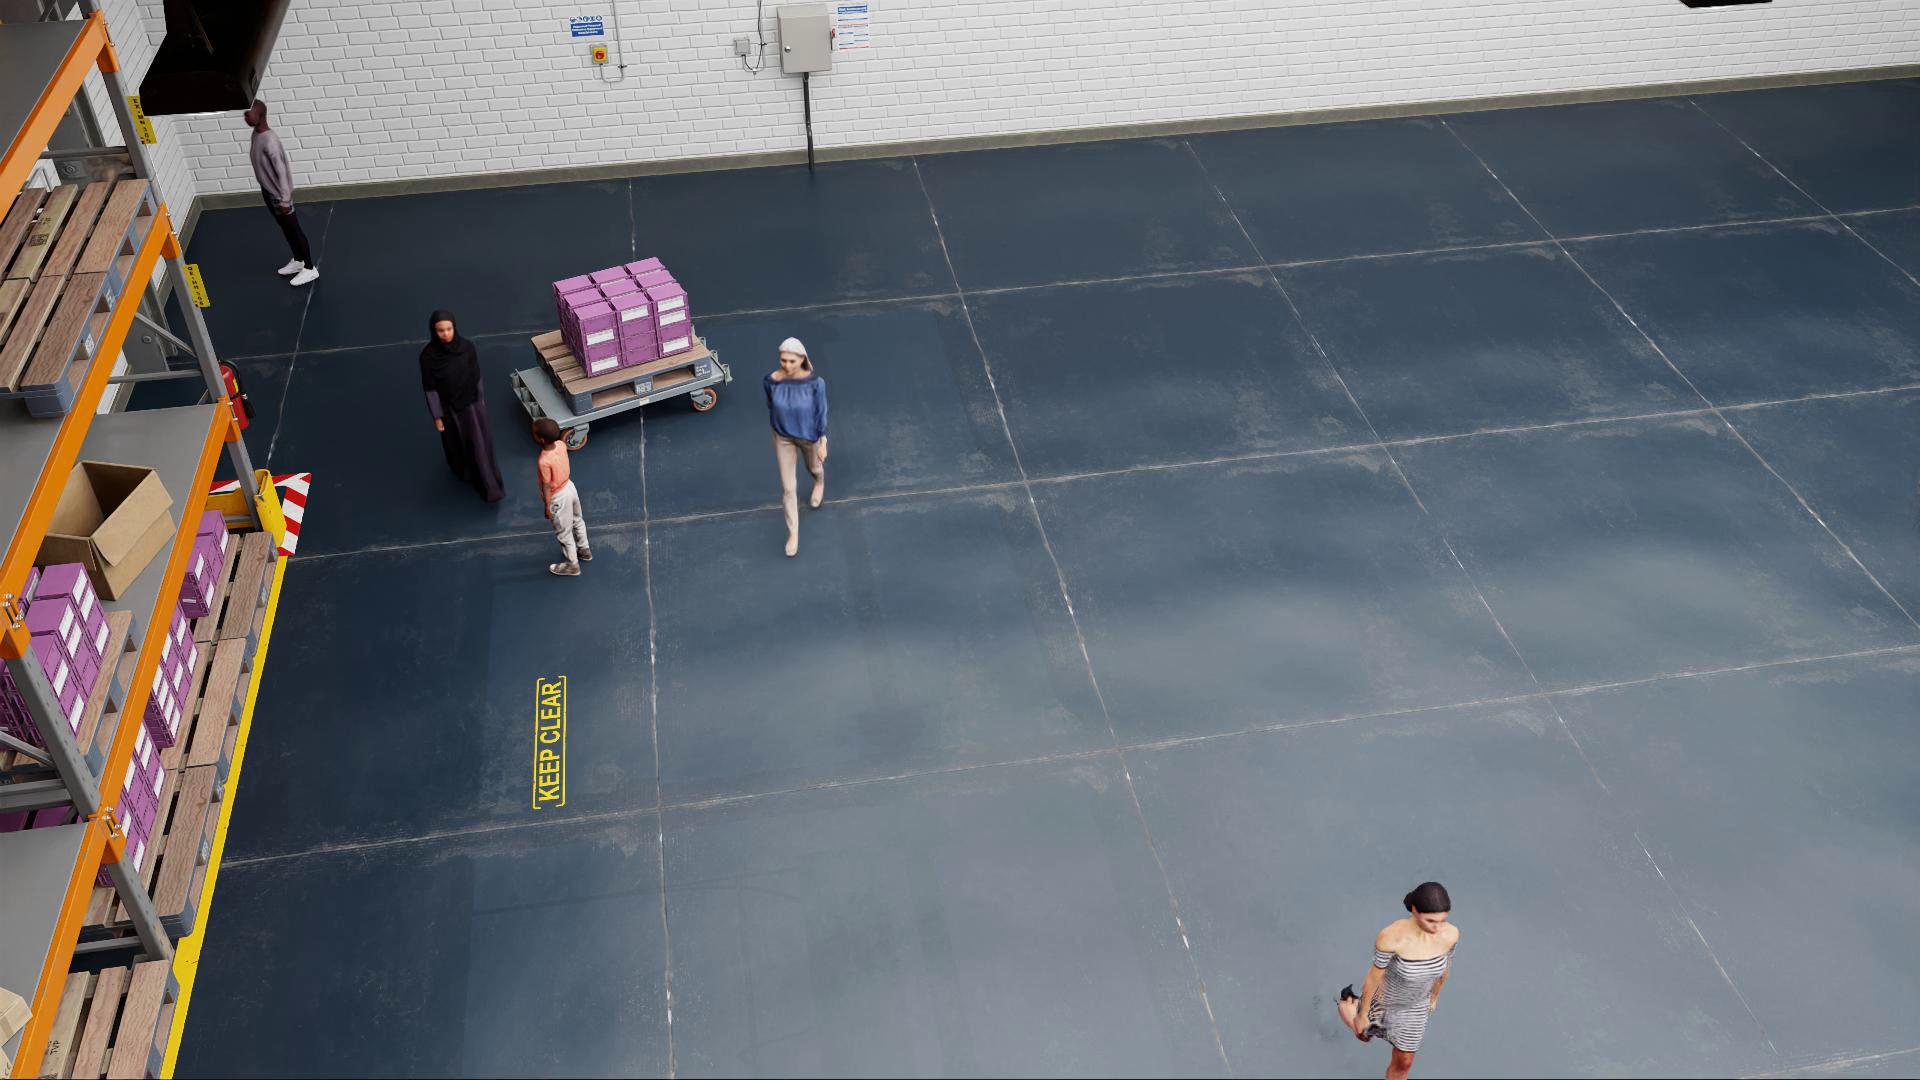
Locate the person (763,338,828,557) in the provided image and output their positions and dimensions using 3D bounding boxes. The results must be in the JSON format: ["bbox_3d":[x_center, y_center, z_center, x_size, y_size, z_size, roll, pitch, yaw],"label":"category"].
[{"bbox_3d":[-1.173,-0.792,12.351,0.830,1.659,1.184,4,39,5],"label":"person"}]

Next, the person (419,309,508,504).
[{"bbox_3d":[-3.879,-1.096,12.771,0.767,1.611,1.140,-15,41,-18],"label":"person"}]

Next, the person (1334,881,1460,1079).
[{"bbox_3d":[2.170,2.264,8.417,0.633,1.794,0.999,-8,39,-10],"label":"person"}]

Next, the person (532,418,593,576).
[{"bbox_3d":[-2.887,-0.327,12.052,0.600,1.307,0.511,12,40,14],"label":"person"}]

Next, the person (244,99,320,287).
[{"bbox_3d":[-6.257,-3.208,15.286,0.759,1.772,0.639,-28,46,-30],"label":"person"}]
